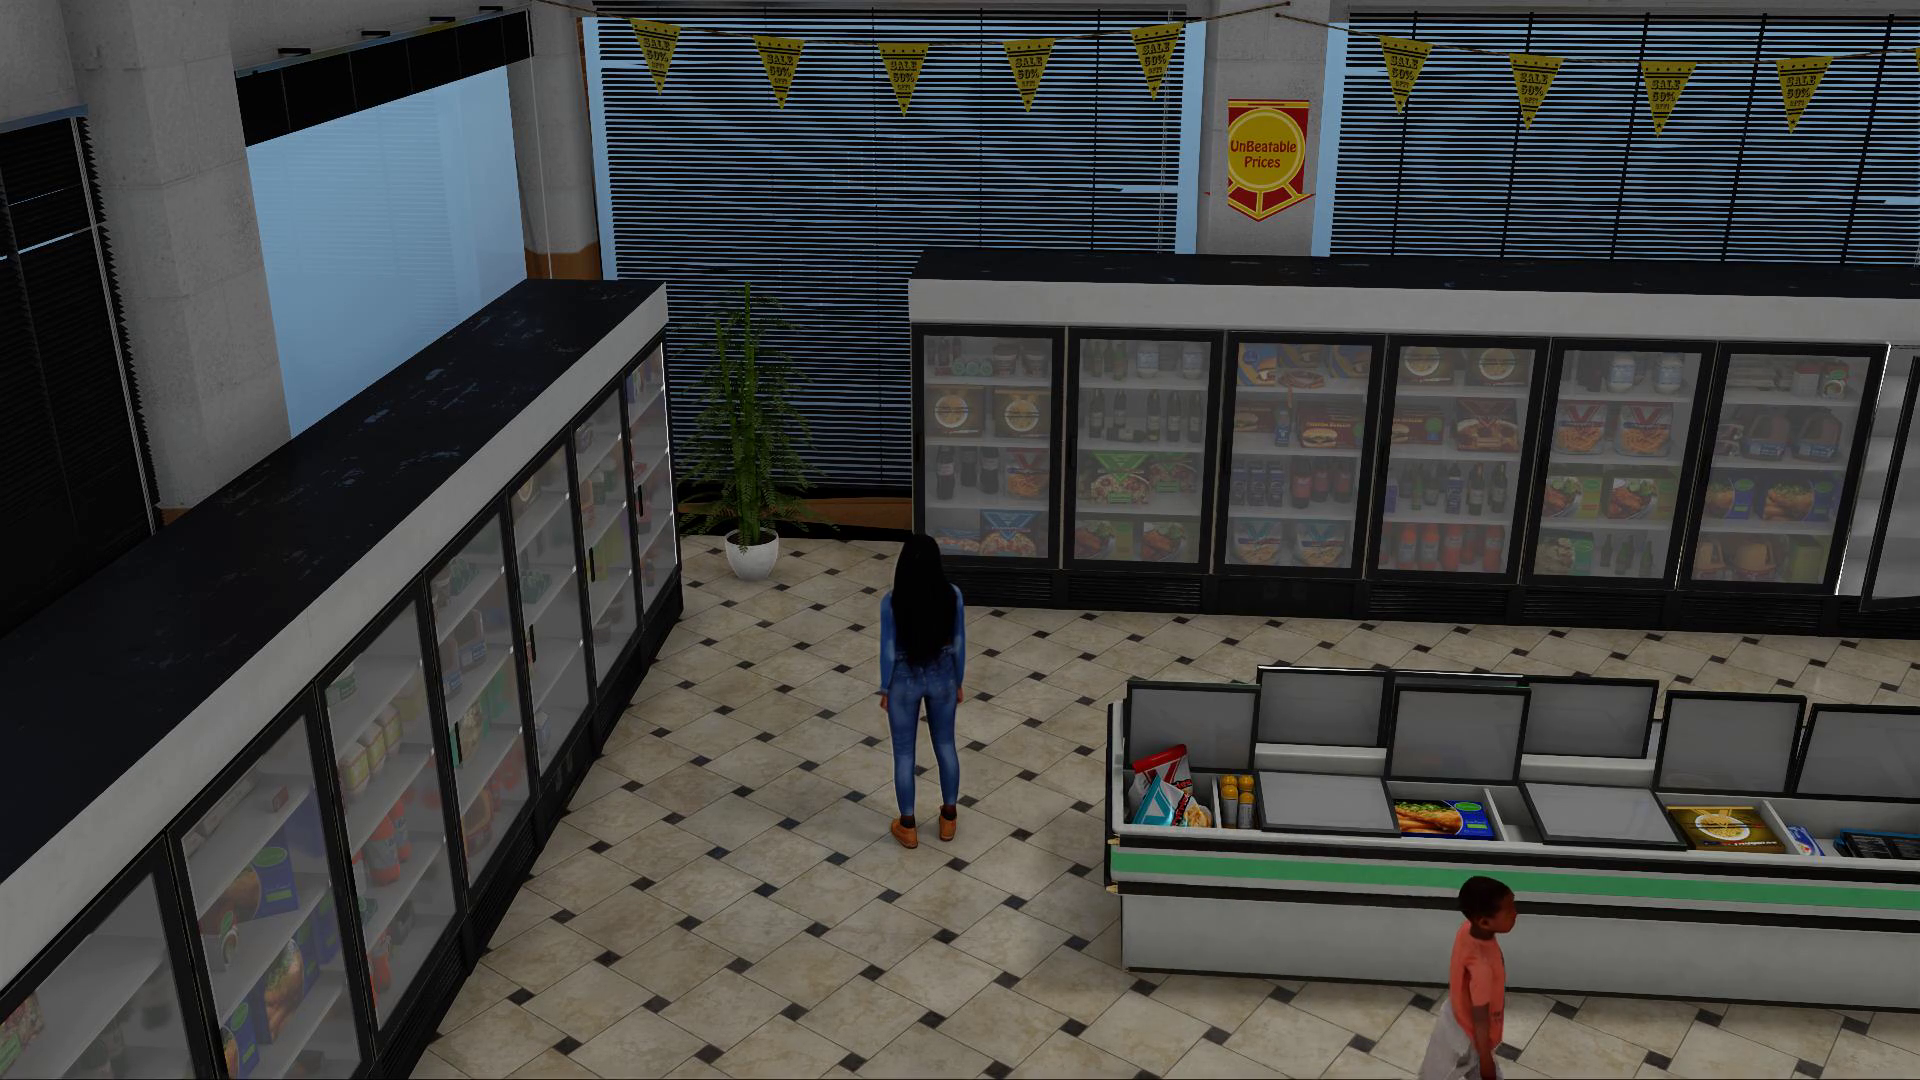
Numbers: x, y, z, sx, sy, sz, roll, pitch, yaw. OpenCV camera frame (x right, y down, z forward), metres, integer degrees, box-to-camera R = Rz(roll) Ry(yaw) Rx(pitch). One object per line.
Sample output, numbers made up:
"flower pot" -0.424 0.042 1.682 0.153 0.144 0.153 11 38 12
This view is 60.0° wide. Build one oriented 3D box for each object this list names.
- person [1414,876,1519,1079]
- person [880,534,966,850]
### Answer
"person" 1.856 1.853 6.340 0.946 1.291 0.647 8 23 19
"person" -0.188 0.767 8.478 0.574 1.713 0.723 -6 23 -15
